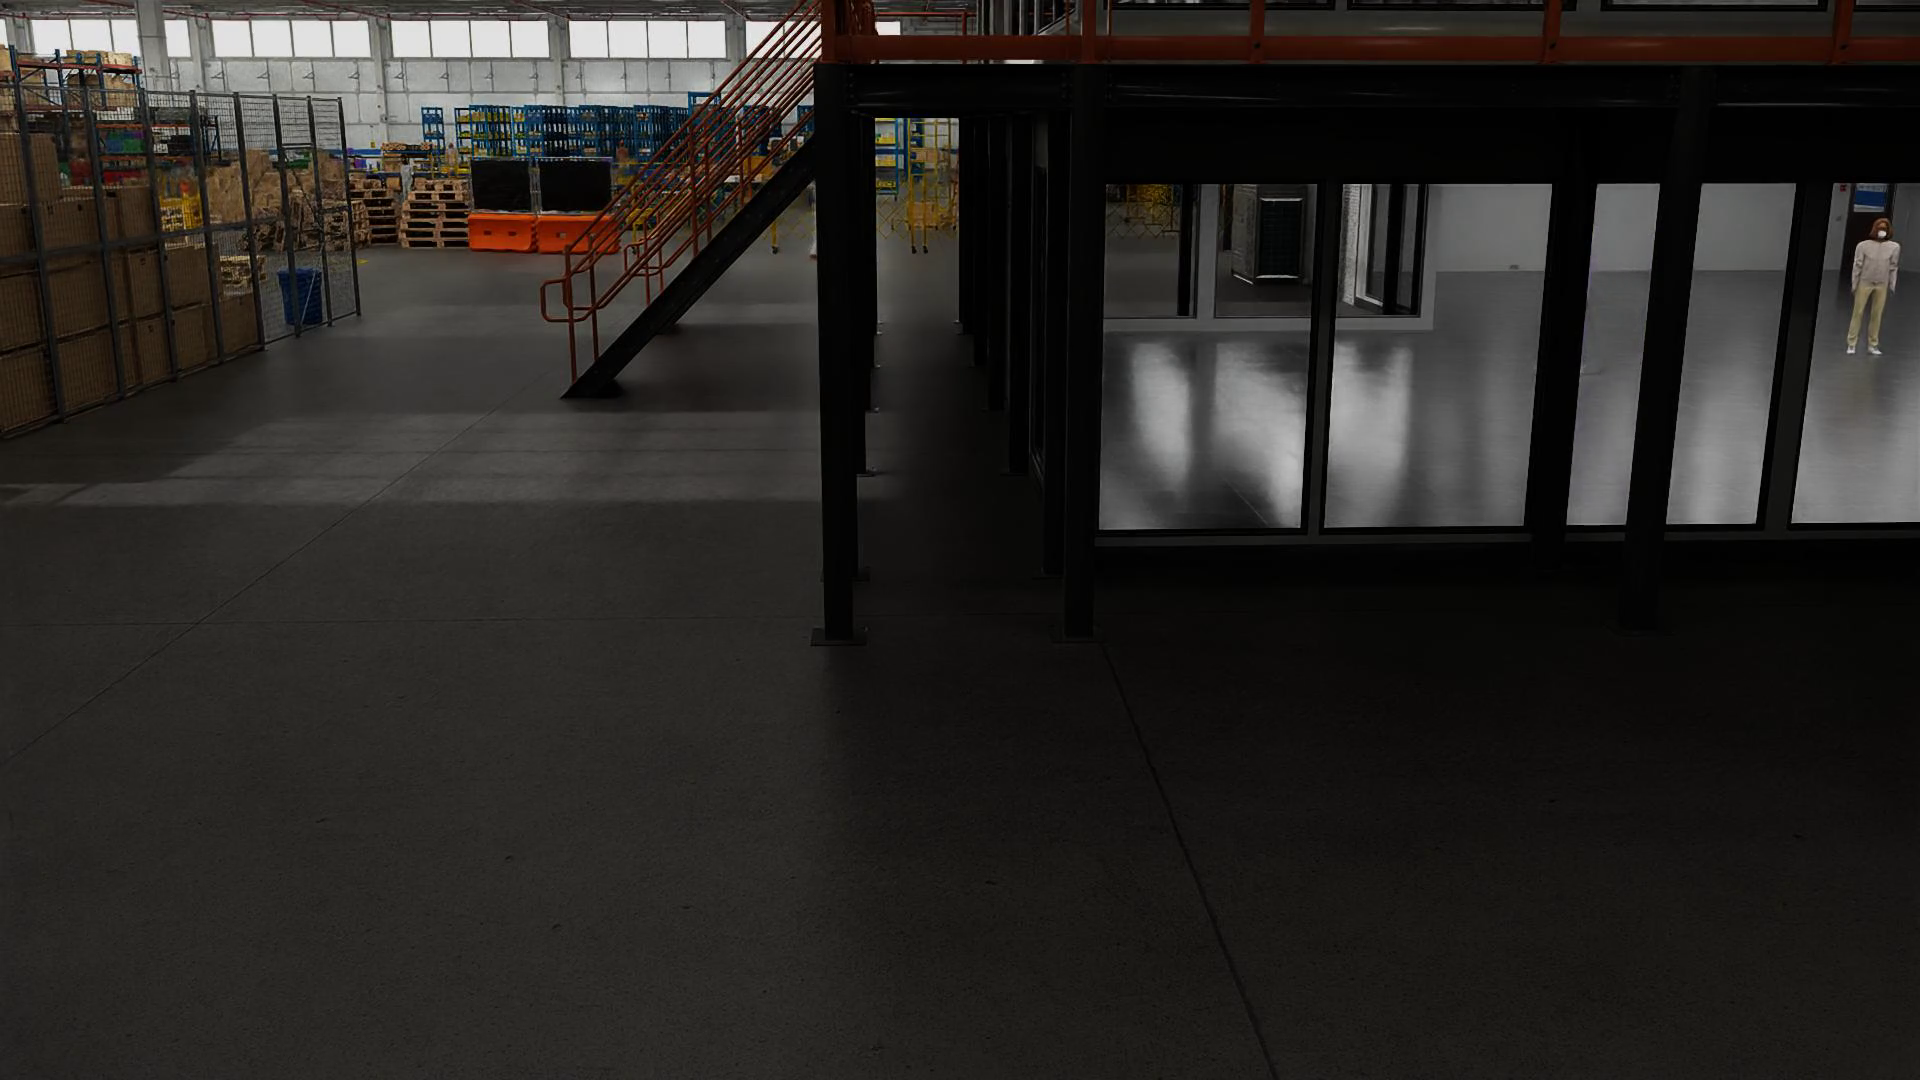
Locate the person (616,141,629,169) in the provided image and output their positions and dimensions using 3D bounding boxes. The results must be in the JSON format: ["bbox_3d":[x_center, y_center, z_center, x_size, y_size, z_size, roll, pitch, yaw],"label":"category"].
[{"bbox_3d":[-15.774,-17.668,77.844,0.667,1.952,0.835,-5,15,-18],"label":"person"}]

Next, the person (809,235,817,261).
[{"bbox_3d":[-2.640,-6.579,33.758,1.012,1.831,0.592,3,14,12],"label":"person"}]

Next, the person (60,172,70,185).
[{"bbox_3d":[-20.487,-7.643,37.583,0.684,2.000,0.538,-1,14,-5],"label":"person"}]

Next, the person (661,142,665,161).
[{"bbox_3d":[-14.915,-19.251,84.429,0.821,1.810,0.592,1,14,5],"label":"person"}]

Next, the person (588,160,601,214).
[{"bbox_3d":[-10.132,-9.652,46.169,0.313,1.769,0.523,-5,15,-18],"label":"person"}]

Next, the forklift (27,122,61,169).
[{"bbox_3d":[-35.376,-14.773,64.377,1.129,2.768,1.873,-1,14,-2],"label":"forklift"}]

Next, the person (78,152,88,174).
[{"bbox_3d":[-35.953,-15.141,68.436,0.506,1.608,0.714,7,16,26],"label":"person"}]

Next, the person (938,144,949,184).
[{"bbox_3d":[-0.766,-17.625,77.942,0.606,1.814,0.608,-12,18,-39],"label":"person"}]

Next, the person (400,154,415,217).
[{"bbox_3d":[-16.402,-10.492,49.315,0.532,1.870,0.315,6,15,22],"label":"person"}]

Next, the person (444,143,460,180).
[{"bbox_3d":[-23.835,-17.674,78.053,0.675,1.849,1.005,-4,15,-17],"label":"person"}]

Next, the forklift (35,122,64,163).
[{"bbox_3d":[-38.510,-16.274,70.377,1.129,2.768,1.873,-1,14,-3],"label":"forklift"}]
